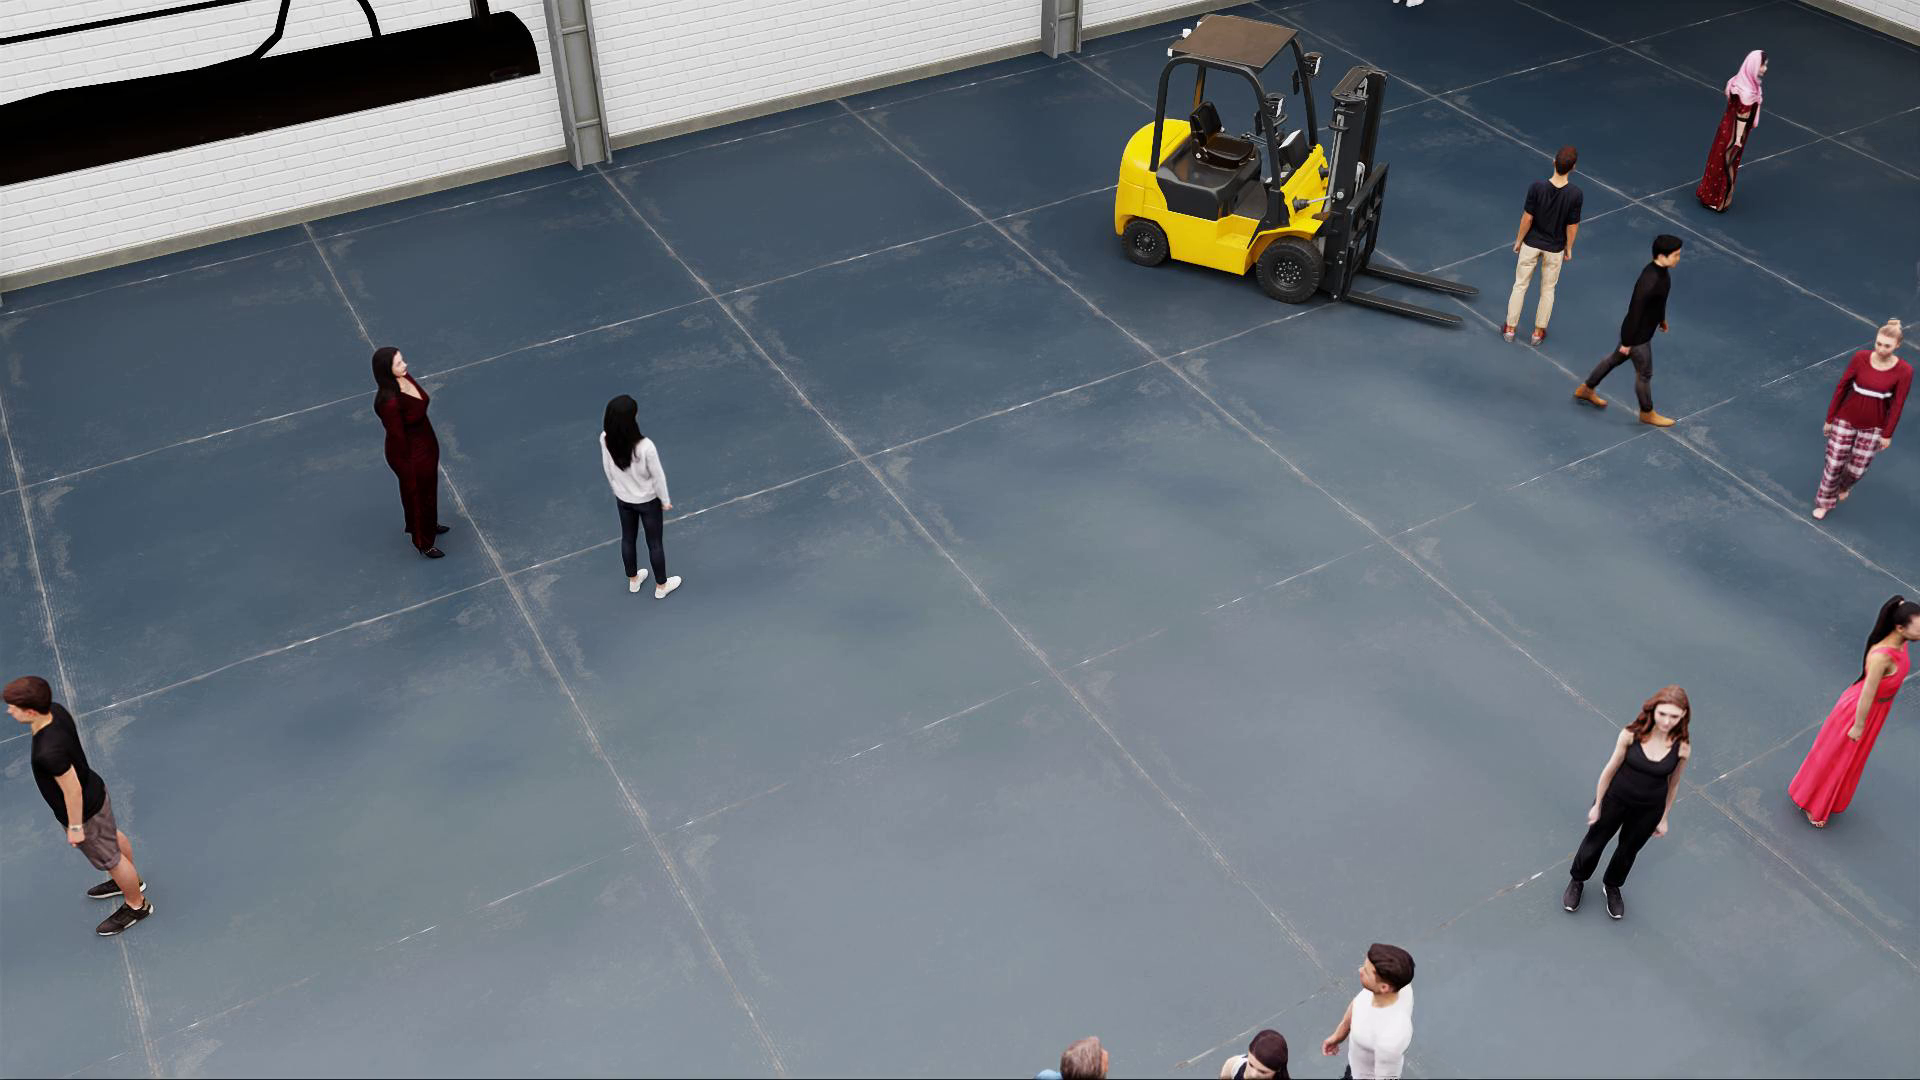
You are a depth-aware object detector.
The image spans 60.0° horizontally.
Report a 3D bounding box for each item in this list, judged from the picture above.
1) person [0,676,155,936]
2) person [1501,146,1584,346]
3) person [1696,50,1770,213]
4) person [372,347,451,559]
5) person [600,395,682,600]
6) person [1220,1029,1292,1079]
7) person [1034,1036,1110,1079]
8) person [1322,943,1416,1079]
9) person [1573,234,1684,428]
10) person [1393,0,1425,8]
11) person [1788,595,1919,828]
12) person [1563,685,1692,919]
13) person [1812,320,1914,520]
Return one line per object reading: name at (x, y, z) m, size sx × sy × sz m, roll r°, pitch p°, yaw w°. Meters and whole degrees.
person at (-4.990, 1.471, 9.433) m, size 0.577 × 1.861 × 0.681 m, roll -18°, pitch 42°, yaw -21°
person at (5.083, -2.556, 14.477) m, size 0.701 × 1.859 × 0.748 m, roll 11°, pitch 40°, yaw 14°
person at (7.720, -4.091, 16.578) m, size 0.816 × 1.636 × 0.754 m, roll 10°, pitch 40°, yaw 12°
person at (-4.029, -0.660, 12.185) m, size 0.742 × 1.757 × 0.754 m, roll -4°, pitch 39°, yaw -5°
person at (-2.293, -0.311, 11.794) m, size 0.711 × 1.701 × 0.753 m, roll 13°, pitch 40°, yaw 16°
person at (1.366, 2.850, 7.877) m, size 0.635 × 1.649 × 0.651 m, roll 21°, pitch 43°, yaw 24°
person at (0.518, 2.896, 7.684) m, size 0.720 × 1.817 × 0.666 m, roll 30°, pitch 47°, yaw 32°
person at (2.090, 2.604, 8.058) m, size 1.234 × 1.807 × 1.233 m, roll 10°, pitch 40°, yaw 13°
person at (5.489, -1.746, 13.601) m, size 1.084 × 1.688 × 1.123 m, roll 18°, pitch 42°, yaw 21°
person at (5.728, -7.623, 20.889) m, size 0.587 × 1.775 × 0.632 m, roll -30°, pitch 48°, yaw -32°
person at (5.470, 1.039, 10.083) m, size 0.743 × 1.726 × 0.609 m, roll 29°, pitch 47°, yaw 32°
person at (3.846, 1.481, 9.513) m, size 0.660 × 1.747 × 0.718 m, roll 10°, pitch 40°, yaw 12°
person at (6.814, -0.910, 12.557) m, size 0.765 × 1.683 × 0.807 m, roll 24°, pitch 45°, yaw 27°
